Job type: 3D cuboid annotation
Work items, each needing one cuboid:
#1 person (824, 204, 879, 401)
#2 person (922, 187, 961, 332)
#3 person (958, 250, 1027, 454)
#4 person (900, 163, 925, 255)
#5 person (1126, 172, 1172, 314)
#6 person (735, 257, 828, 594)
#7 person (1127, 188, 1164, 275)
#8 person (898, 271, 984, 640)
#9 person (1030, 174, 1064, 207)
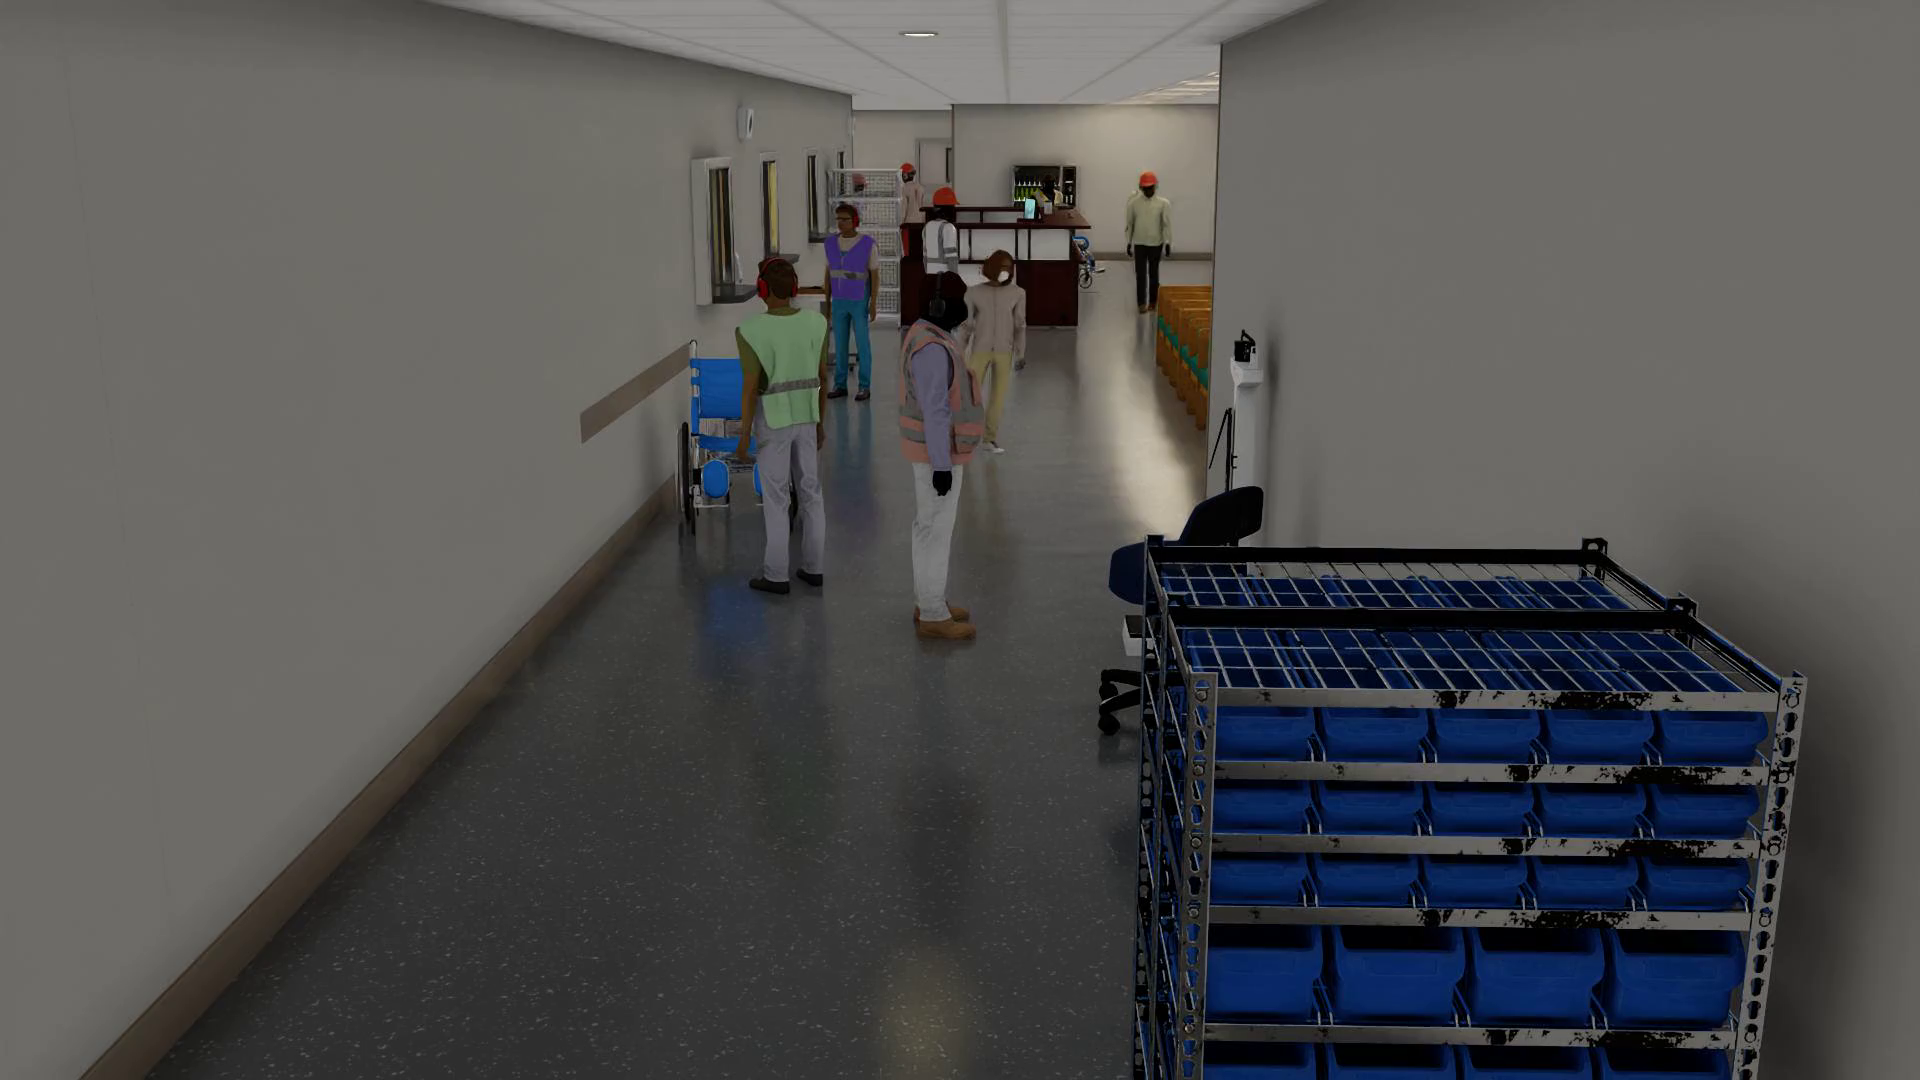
[{"bbox_3d":[-1.023,-2.248,15.763,0.564,1.842,0.389,7,15,26],"label":"person"},{"bbox_3d":[-0.166,-2.704,17.414,0.364,1.939,0.542,-9,16,-32],"label":"person"},{"bbox_3d":[0.241,-1.466,13.067,0.562,1.611,0.307,-2,14,-9],"label":"person"},{"bbox_3d":[-0.835,-5.222,27.525,0.390,1.990,0.610,10,17,35],"label":"person"},{"bbox_3d":[2.633,-4.152,23.285,0.658,1.938,0.826,3,14,13],"label":"person"},{"bbox_3d":[-0.960,-0.617,9.130,0.563,1.847,0.392,-11,17,-37],"label":"person"},{"bbox_3d":[3.319,-5.590,29.406,0.602,1.792,0.842,-7,16,-27],"label":"person"},{"bbox_3d":[-0.094,-0.429,8.378,0.429,1.842,0.636,-1,14,-4],"label":"person"},{"bbox_3d":[1.415,-4.977,26.863,0.628,1.836,0.429,-7,16,-27],"label":"person"}]
